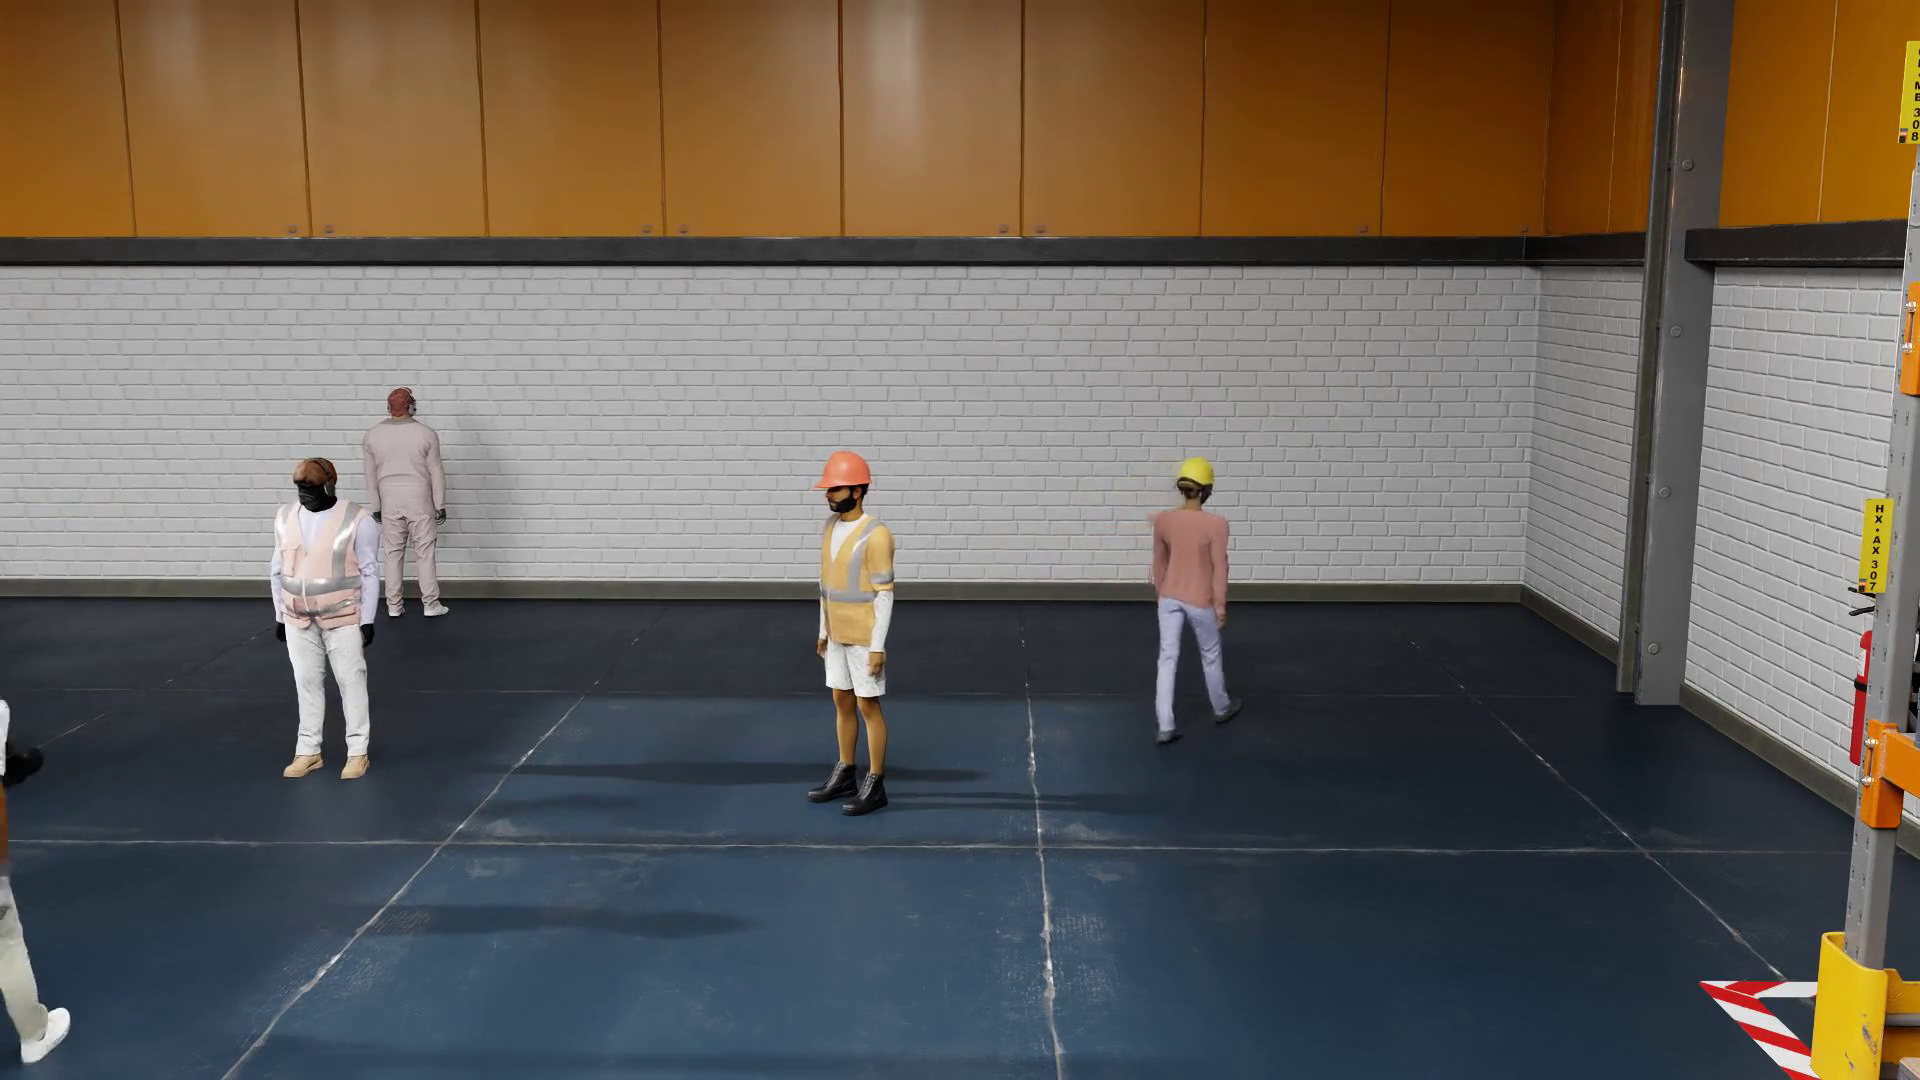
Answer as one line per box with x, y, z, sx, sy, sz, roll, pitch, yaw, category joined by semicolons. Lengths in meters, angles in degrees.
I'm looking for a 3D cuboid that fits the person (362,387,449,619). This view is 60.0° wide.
-4.531;-0.299;13.664;0.643;1.909;0.410;0;9;0;person

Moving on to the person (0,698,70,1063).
-3.467;1.080;5.692;0.535;1.822;1.000;0;9;-2;person

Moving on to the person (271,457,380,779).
-3.605;0.444;9.429;0.620;1.837;0.429;1;10;6;person

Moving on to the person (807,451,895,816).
-0.583;0.491;8.834;0.368;1.939;0.542;-8;12;-39;person

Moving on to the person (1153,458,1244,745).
1.465;0.355;10.251;0.548;1.724;0.852;6;11;34;person

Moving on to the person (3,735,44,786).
-5.469;0.483;9.041;0.544;1.890;0.915;1;10;9;person
